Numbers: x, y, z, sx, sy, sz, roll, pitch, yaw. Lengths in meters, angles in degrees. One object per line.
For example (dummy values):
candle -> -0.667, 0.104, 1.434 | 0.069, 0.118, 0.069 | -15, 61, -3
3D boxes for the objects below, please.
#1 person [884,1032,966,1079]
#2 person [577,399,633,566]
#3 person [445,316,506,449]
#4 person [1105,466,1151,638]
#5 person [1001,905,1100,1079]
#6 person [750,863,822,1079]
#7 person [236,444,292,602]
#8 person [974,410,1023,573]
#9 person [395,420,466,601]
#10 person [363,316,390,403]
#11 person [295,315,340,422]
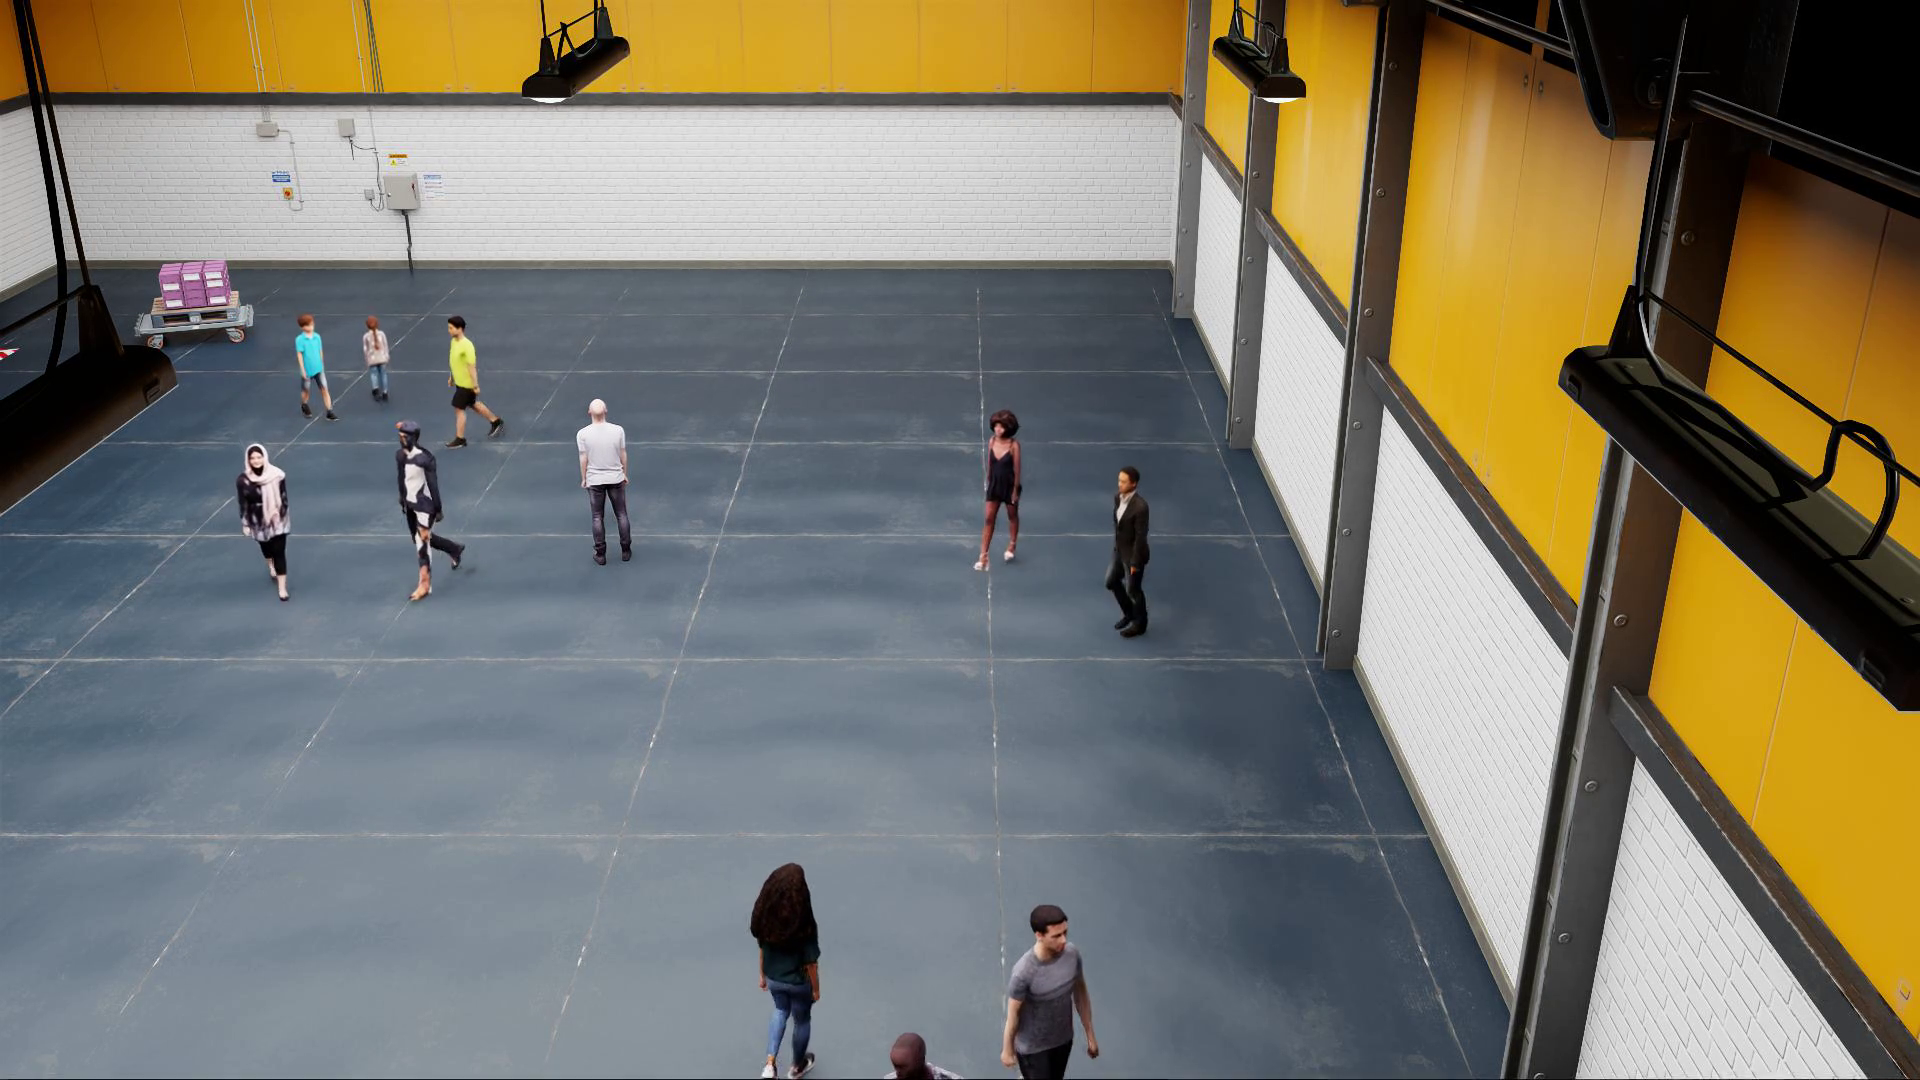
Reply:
person -> -0.131, 3.293, 8.879 | 0.738, 1.757, 0.677 | -4, 24, -8
person -> -3.790, -0.631, 17.762 | 0.730, 1.832, 0.706 | -8, 25, -18
person -> -6.230, -2.041, 21.183 | 1.080, 1.676, 1.107 | -16, 28, -32
person -> 1.734, 0.096, 16.161 | 0.899, 1.782, 0.750 | -12, 26, -25
person -> 0.424, 2.870, 9.745 | 1.115, 1.838, 1.239 | -18, 29, -35
person -> -1.096, 2.749, 10.315 | 0.744, 1.604, 0.848 | 10, 26, 22
person -> -7.156, -0.232, 17.149 | 0.955, 1.591, 1.209 | -11, 26, -23
person -> 0.510, -0.557, 17.689 | 0.872, 1.755, 1.110 | 11, 26, 23
person -> -5.460, -0.358, 17.097 | 1.061, 1.865, 1.227 | 15, 28, 30
person -> -7.976, -2.468, 22.780 | 0.627, 1.179, 0.740 | -10, 26, -22
person -> -8.641, -2.283, 22.057 | 0.922, 1.420, 0.996 | -21, 31, -39
